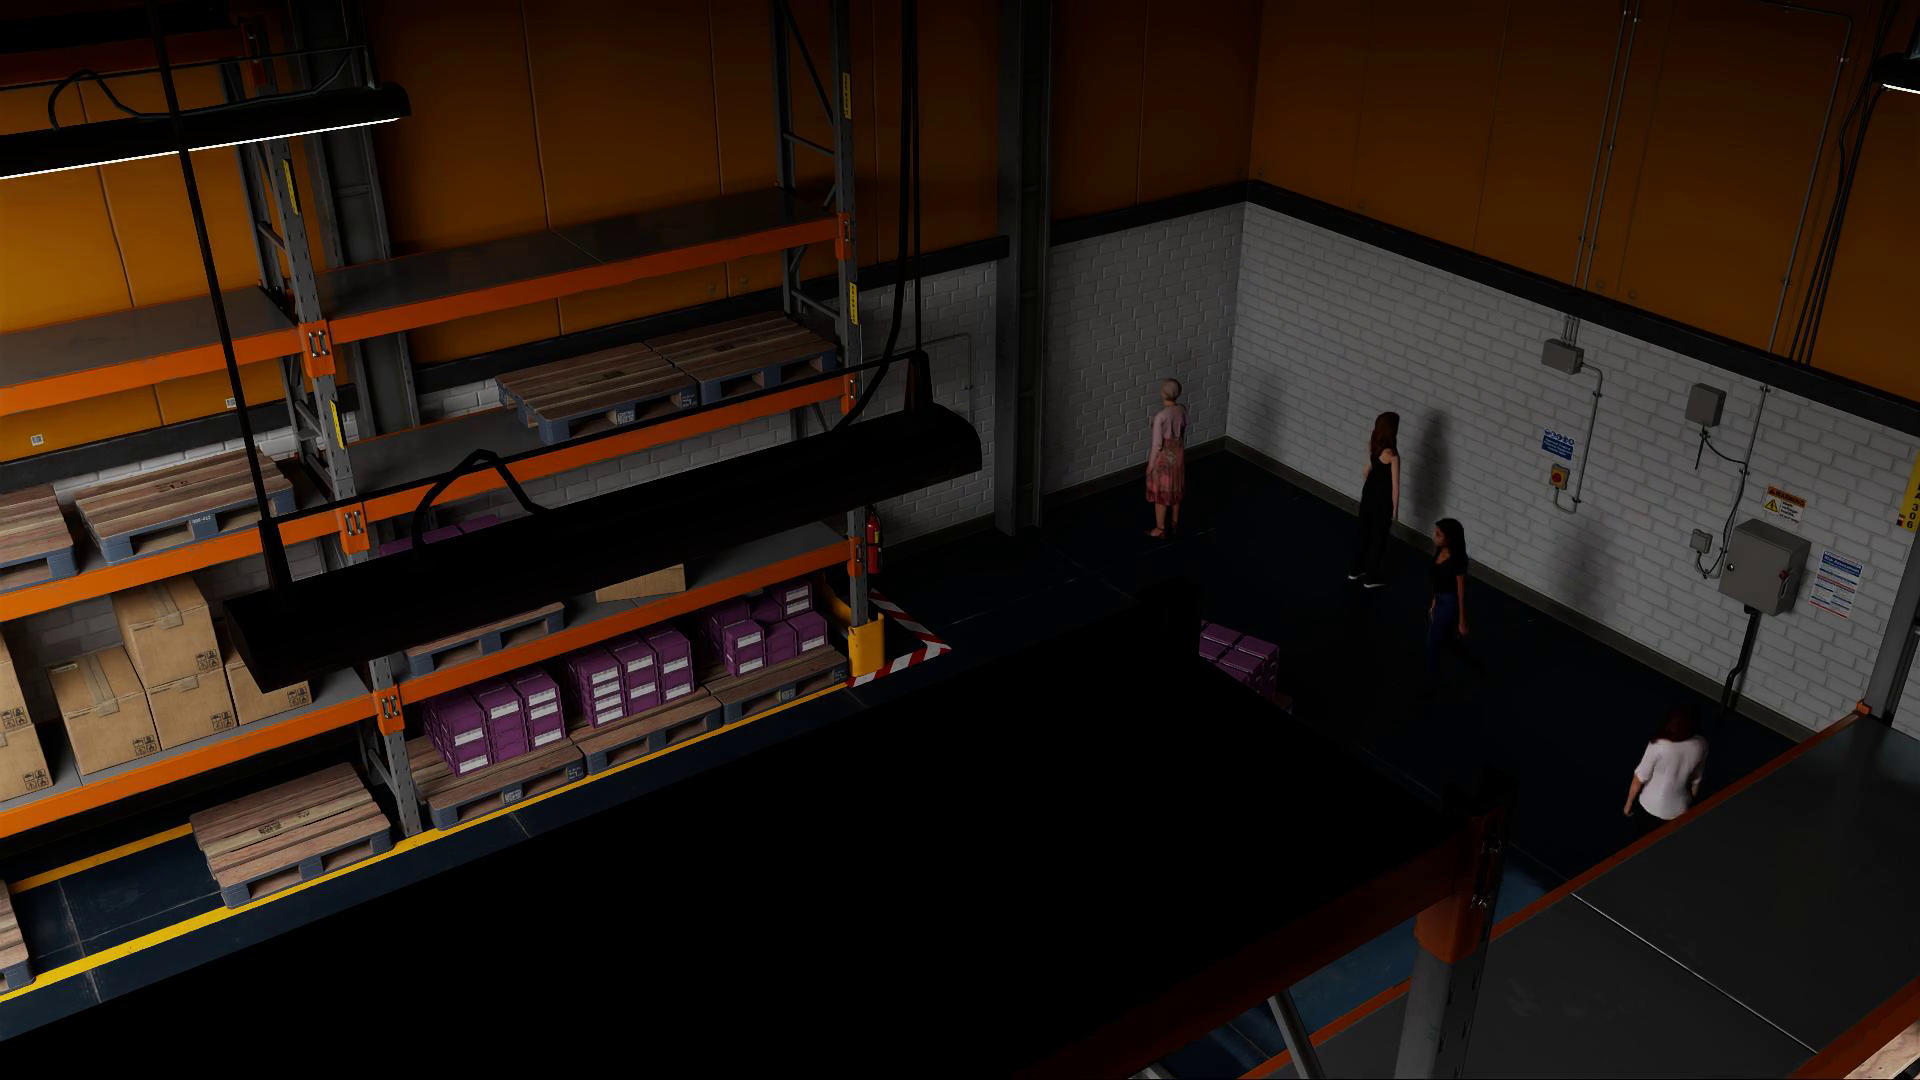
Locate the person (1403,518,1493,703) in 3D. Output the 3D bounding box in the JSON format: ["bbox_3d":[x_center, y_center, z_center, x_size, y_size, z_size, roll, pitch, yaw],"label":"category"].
[{"bbox_3d":[4.116,0.594,13.764,1.054,1.705,0.873,-5,29,-8],"label":"person"}]

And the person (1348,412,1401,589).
[{"bbox_3d":[3.887,-0.391,15.526,0.509,1.746,0.597,-17,33,-28],"label":"person"}]

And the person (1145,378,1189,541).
[{"bbox_3d":[2.043,-0.796,16.327,0.501,1.691,0.647,-20,34,-32],"label":"person"}]

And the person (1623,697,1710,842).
[{"bbox_3d":[4.815,1.912,11.288,1.142,1.763,1.033,-3,29,-5],"label":"person"}]
